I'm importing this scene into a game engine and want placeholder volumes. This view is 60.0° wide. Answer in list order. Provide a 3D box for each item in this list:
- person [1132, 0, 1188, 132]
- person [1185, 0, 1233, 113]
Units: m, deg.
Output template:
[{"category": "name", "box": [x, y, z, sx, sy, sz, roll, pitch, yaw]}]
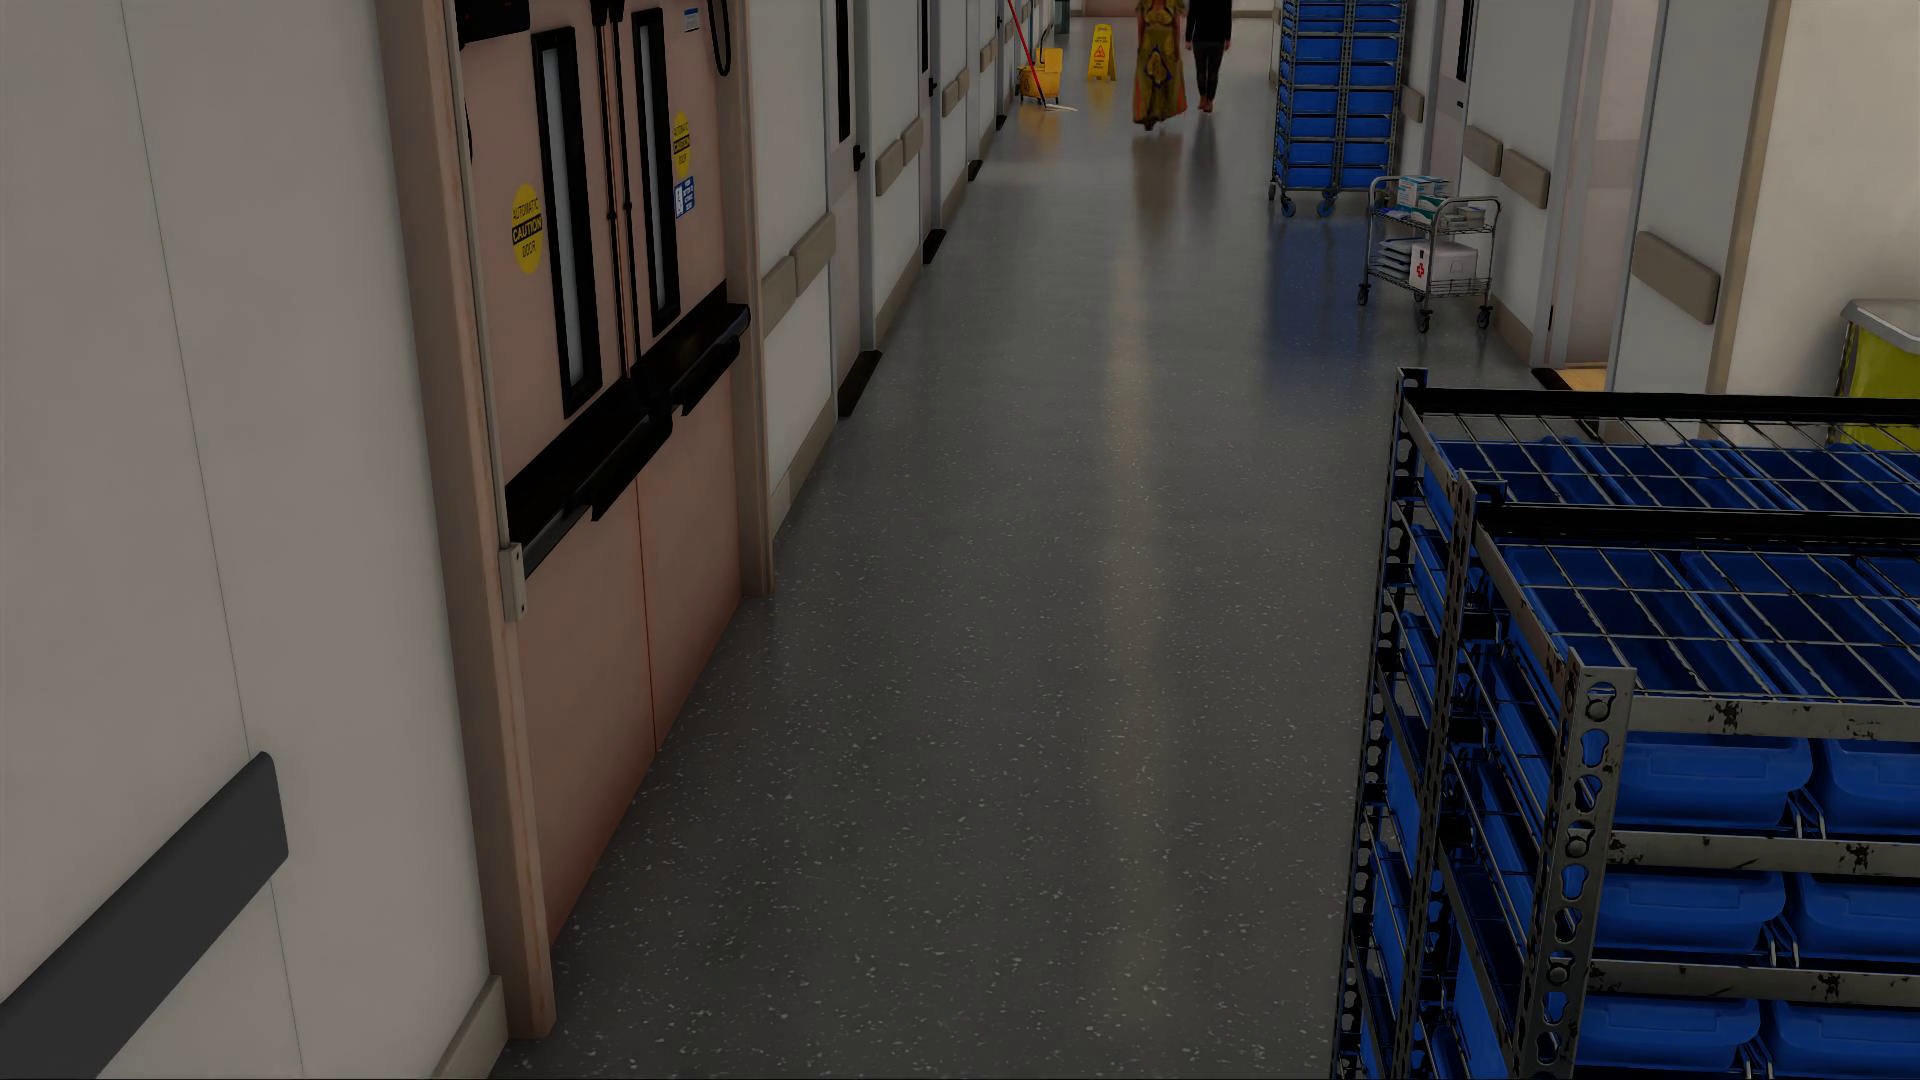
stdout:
[{"category": "person", "box": [2.165, -5.261, 17.931, 0.791, 1.628, 1.278, 3, 21, 7]}, {"category": "person", "box": [2.919, -5.885, 19.487, 0.768, 1.693, 1.114, 5, 21, 13]}]
